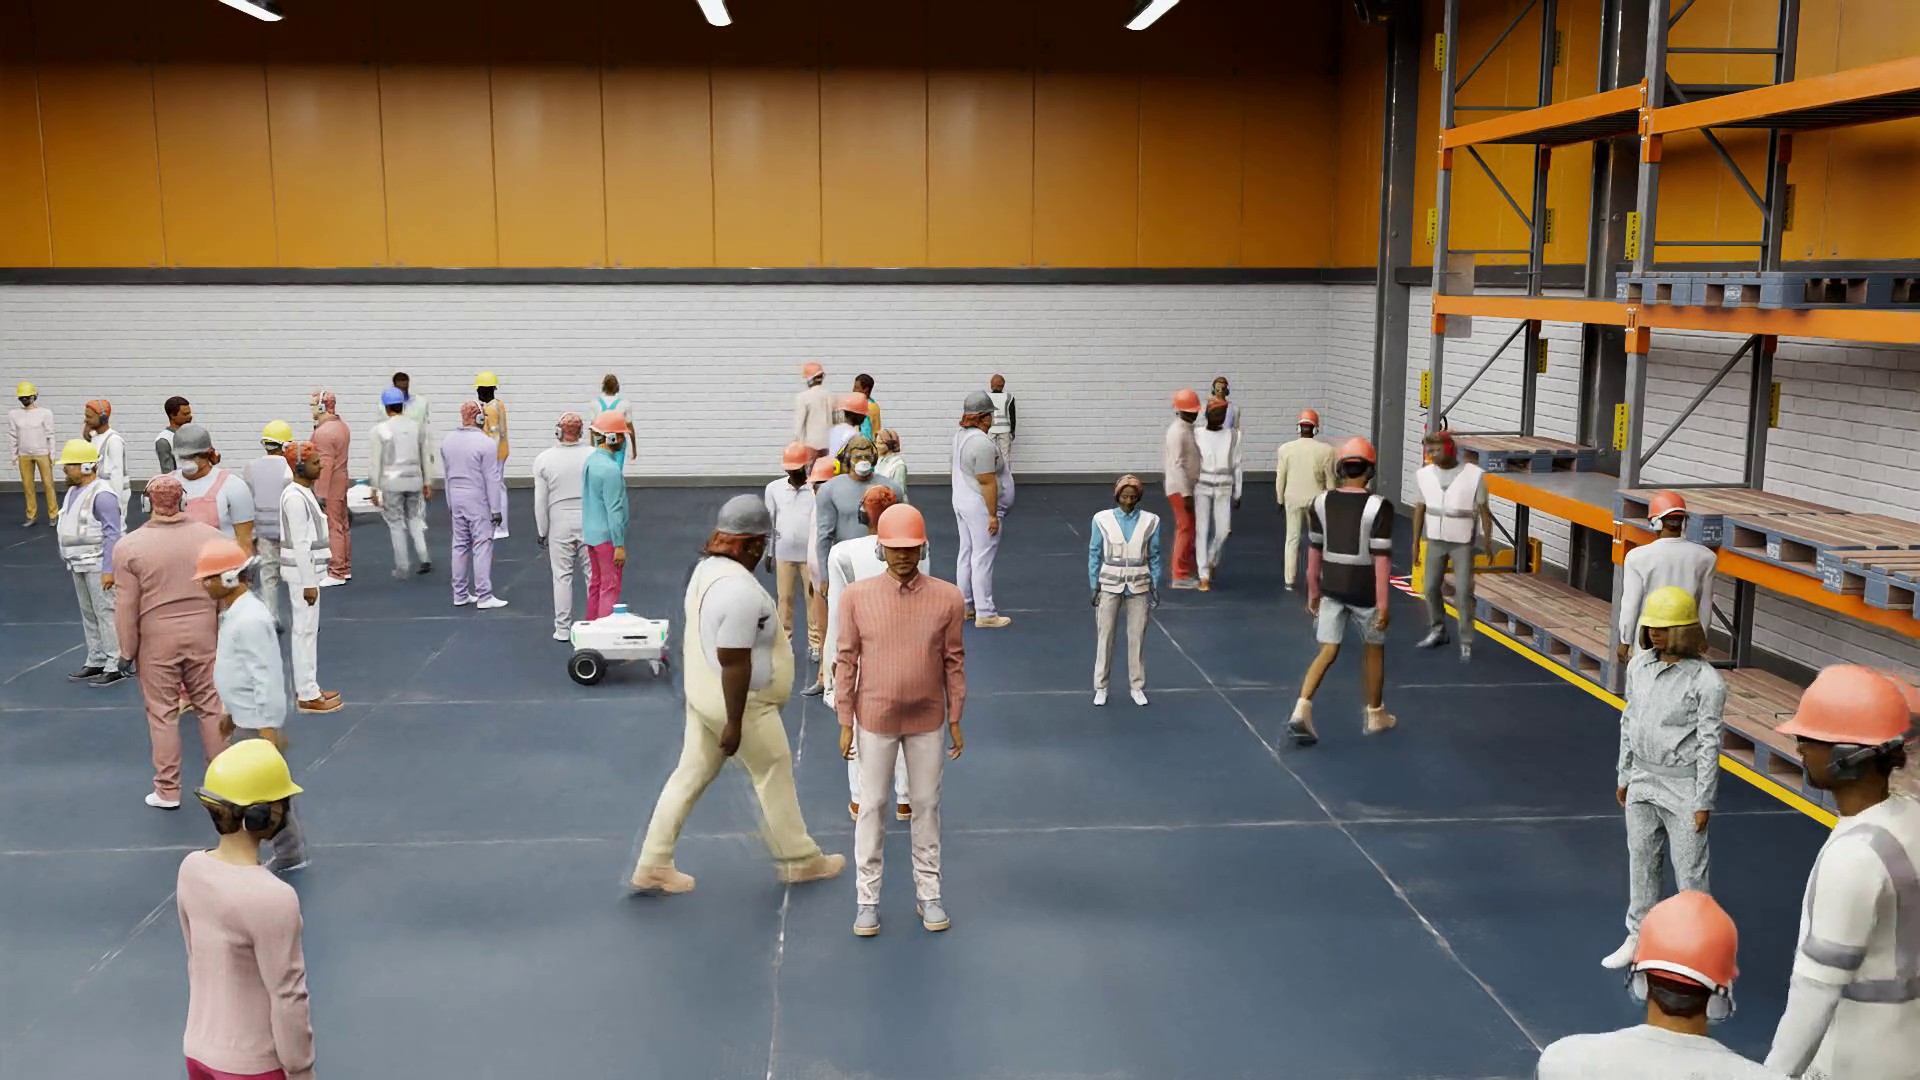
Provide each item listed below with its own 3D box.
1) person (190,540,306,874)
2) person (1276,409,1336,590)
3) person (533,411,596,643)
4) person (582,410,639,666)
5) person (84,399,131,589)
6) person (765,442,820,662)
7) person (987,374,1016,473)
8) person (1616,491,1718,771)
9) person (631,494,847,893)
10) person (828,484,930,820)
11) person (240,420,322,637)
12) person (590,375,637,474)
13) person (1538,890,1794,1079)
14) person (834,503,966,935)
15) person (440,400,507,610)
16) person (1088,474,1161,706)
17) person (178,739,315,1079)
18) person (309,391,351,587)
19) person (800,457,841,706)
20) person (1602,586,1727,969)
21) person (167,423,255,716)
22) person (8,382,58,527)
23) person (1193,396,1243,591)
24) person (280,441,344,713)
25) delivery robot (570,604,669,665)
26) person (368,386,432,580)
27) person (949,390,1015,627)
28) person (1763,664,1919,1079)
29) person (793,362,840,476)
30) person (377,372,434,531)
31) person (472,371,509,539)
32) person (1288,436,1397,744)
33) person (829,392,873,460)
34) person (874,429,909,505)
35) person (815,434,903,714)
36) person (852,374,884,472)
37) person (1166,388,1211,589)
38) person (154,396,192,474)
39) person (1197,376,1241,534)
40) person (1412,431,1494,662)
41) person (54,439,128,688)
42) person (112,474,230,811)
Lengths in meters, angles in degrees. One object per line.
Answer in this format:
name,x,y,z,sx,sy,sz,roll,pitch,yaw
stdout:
person,-3.608,0.869,8.228,0.715,1.713,0.625,-5,10,-30
person,3.326,-0.386,15.985,0.572,1.747,0.345,3,10,20
person,-3.181,-0.106,13.742,0.639,1.910,0.406,-2,9,-15
person,-2.728,-0.017,12.942,0.407,1.987,0.614,-5,10,-29
person,-7.956,-0.378,15.557,0.356,1.878,0.583,-8,12,-43
person,-1.262,0.095,12.990,0.575,1.740,0.342,1,9,4
person,0.529,-1.504,23.359,0.523,1.640,0.306,0,9,0
person,4.217,0.573,9.987,0.563,1.743,0.336,-1,9,-4
person,-1.131,0.723,8.121,1.057,2.000,0.676,-5,10,-29
person,-0.436,0.625,9.223,0.583,1.883,0.350,0,9,3
person,-5.622,-0.080,13.809,0.602,1.830,0.404,1,9,5
person,-4.306,-1.149,20.651,0.531,1.798,0.966,0,9,0
person,1.476,1.615,3.508,0.599,1.726,0.645,5,11,31
person,-0.271,0.819,7.658,0.612,1.995,0.376,-2,9,-11
person,-4.405,-0.322,15.143,0.646,1.901,0.394,5,10,29
person,1.155,0.354,11.695,0.512,1.639,0.311,0,9,-1
person,-1.959,1.420,4.638,0.522,1.758,0.349,7,11,36
person,-6.168,-0.502,16.231,0.410,1.909,0.643,-1,9,-6
person,-0.928,0.286,11.759,0.328,1.753,0.560,-6,11,-33
person,2.982,1.048,7.050,0.343,1.736,0.484,-5,10,-27
person,-5.196,0.209,11.345,0.674,2.000,0.535,0,9,2
person,-11.112,-1.018,19.943,0.526,1.760,0.345,-1,9,-7
person,2.423,-0.453,16.006,0.591,1.874,0.438,0,9,3
person,-4.526,0.256,11.545,0.355,1.883,0.574,-4,10,-21
delivery robot,-2.541,0.726,12.459,0.707,0.478,0.477,-1,9,-6
person,-5.562,-0.556,16.510,0.429,1.930,0.610,8,12,41
person,0.209,-0.278,14.402,0.538,2.000,0.684,-4,10,-24
person,2.261,1.323,4.396,0.791,2.014,0.612,6,11,34
person,-1.754,-1.155,20.122,0.713,1.983,0.452,-9,13,-44
person,-6.498,-1.021,19.543,0.629,1.881,0.881,-4,10,-22
person,-5.373,-0.970,19.102,0.375,1.929,0.585,-2,9,-11
person,2.490,0.330,10.764,0.627,1.997,0.991,8,12,42
person,-1.108,-0.472,16.018,0.470,1.911,0.589,-6,11,-35
person,-0.632,-0.207,15.255,0.318,1.630,0.513,-5,10,-29
person,-0.684,0.231,11.522,0.635,1.938,0.360,-3,10,-21
person,-1.046,-0.913,18.773,0.383,1.919,0.597,1,9,5
person,2.222,-0.488,15.986,0.498,1.961,0.660,4,10,23
person,-7.187,-0.366,15.340,0.391,1.920,0.593,-1,9,-6
person,3.021,-0.990,19.483,0.506,1.847,0.345,1,9,3
person,3.930,0.038,13.195,0.661,1.820,0.441,7,12,38
person,-6.411,0.167,12.259,0.601,1.830,0.404,7,12,39
person,-4.473,0.574,9.477,0.651,1.906,0.401,-9,12,-43
